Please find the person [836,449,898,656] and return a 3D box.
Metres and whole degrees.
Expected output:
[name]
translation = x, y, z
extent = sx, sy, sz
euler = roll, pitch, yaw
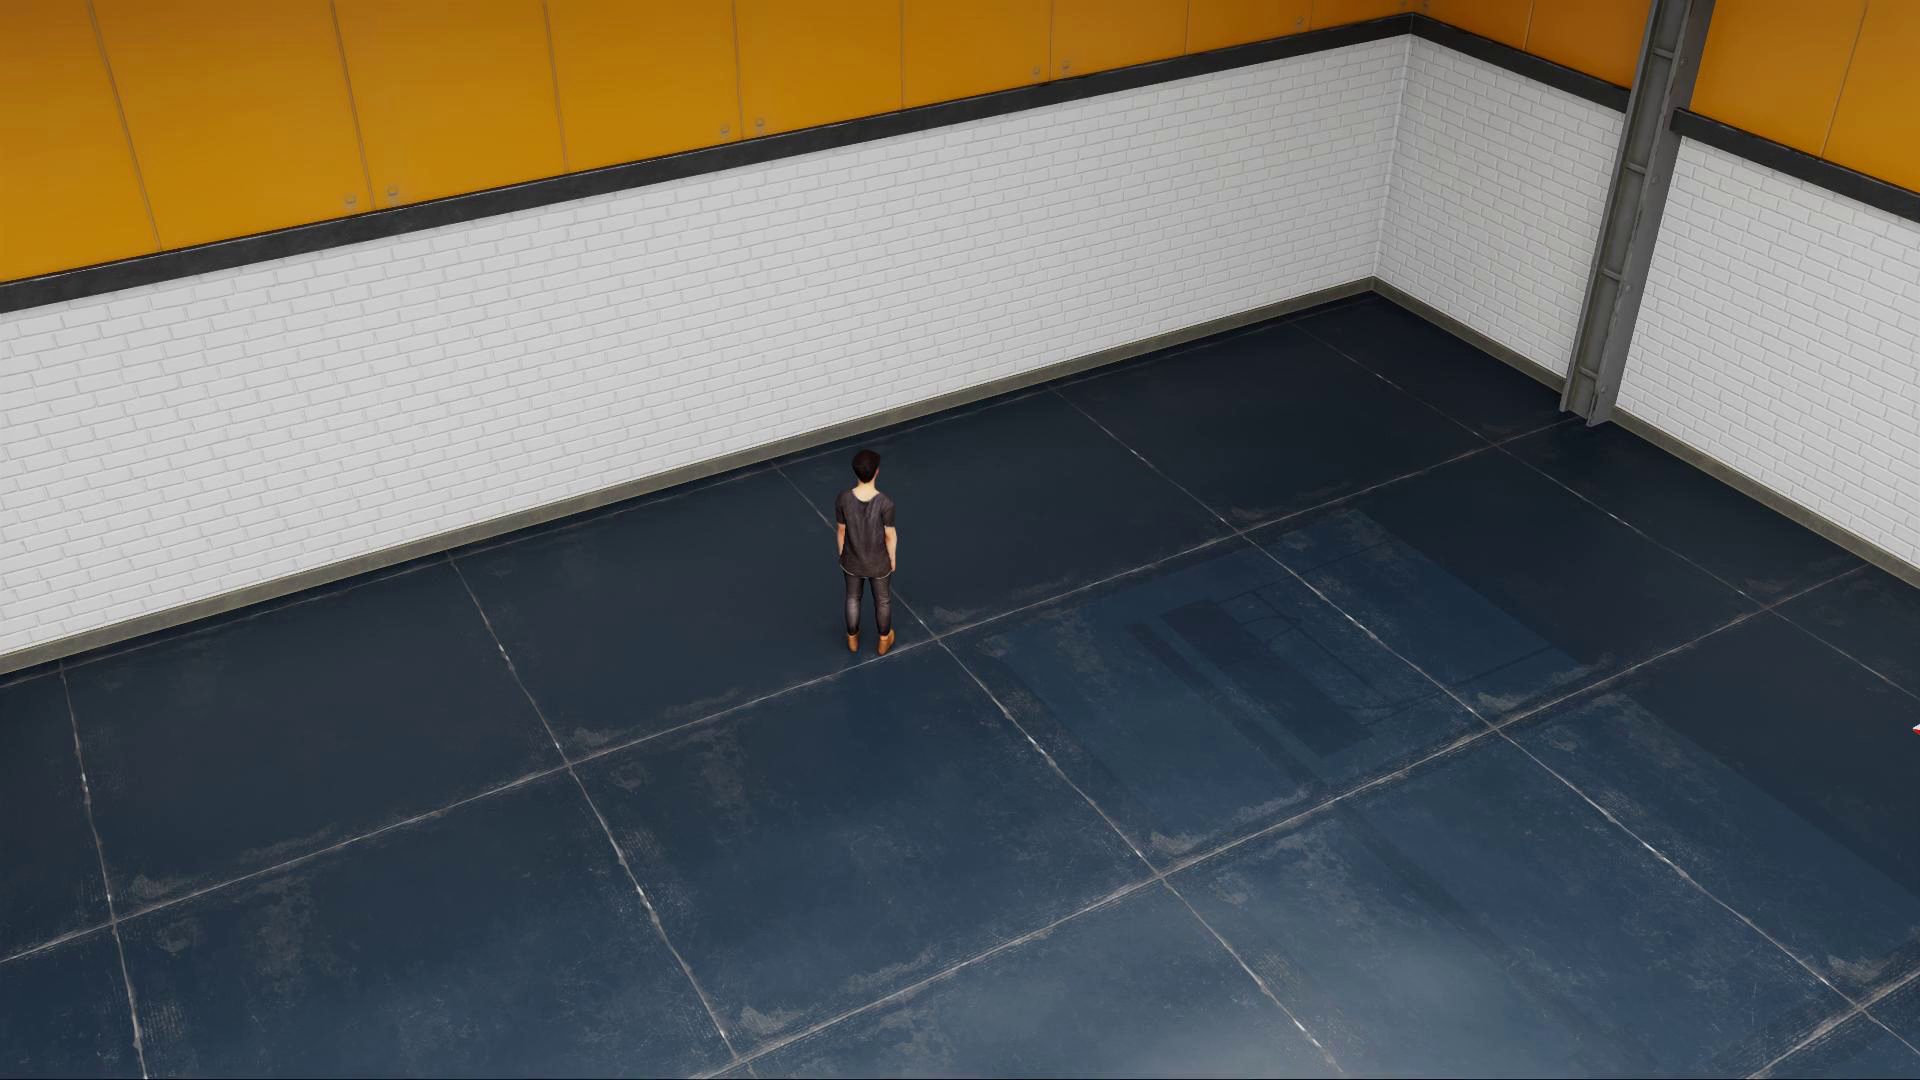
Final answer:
[person]
translation = -0.703, 0.106, 12.521
extent = 0.687, 1.711, 0.733
euler = 6, 34, 9
